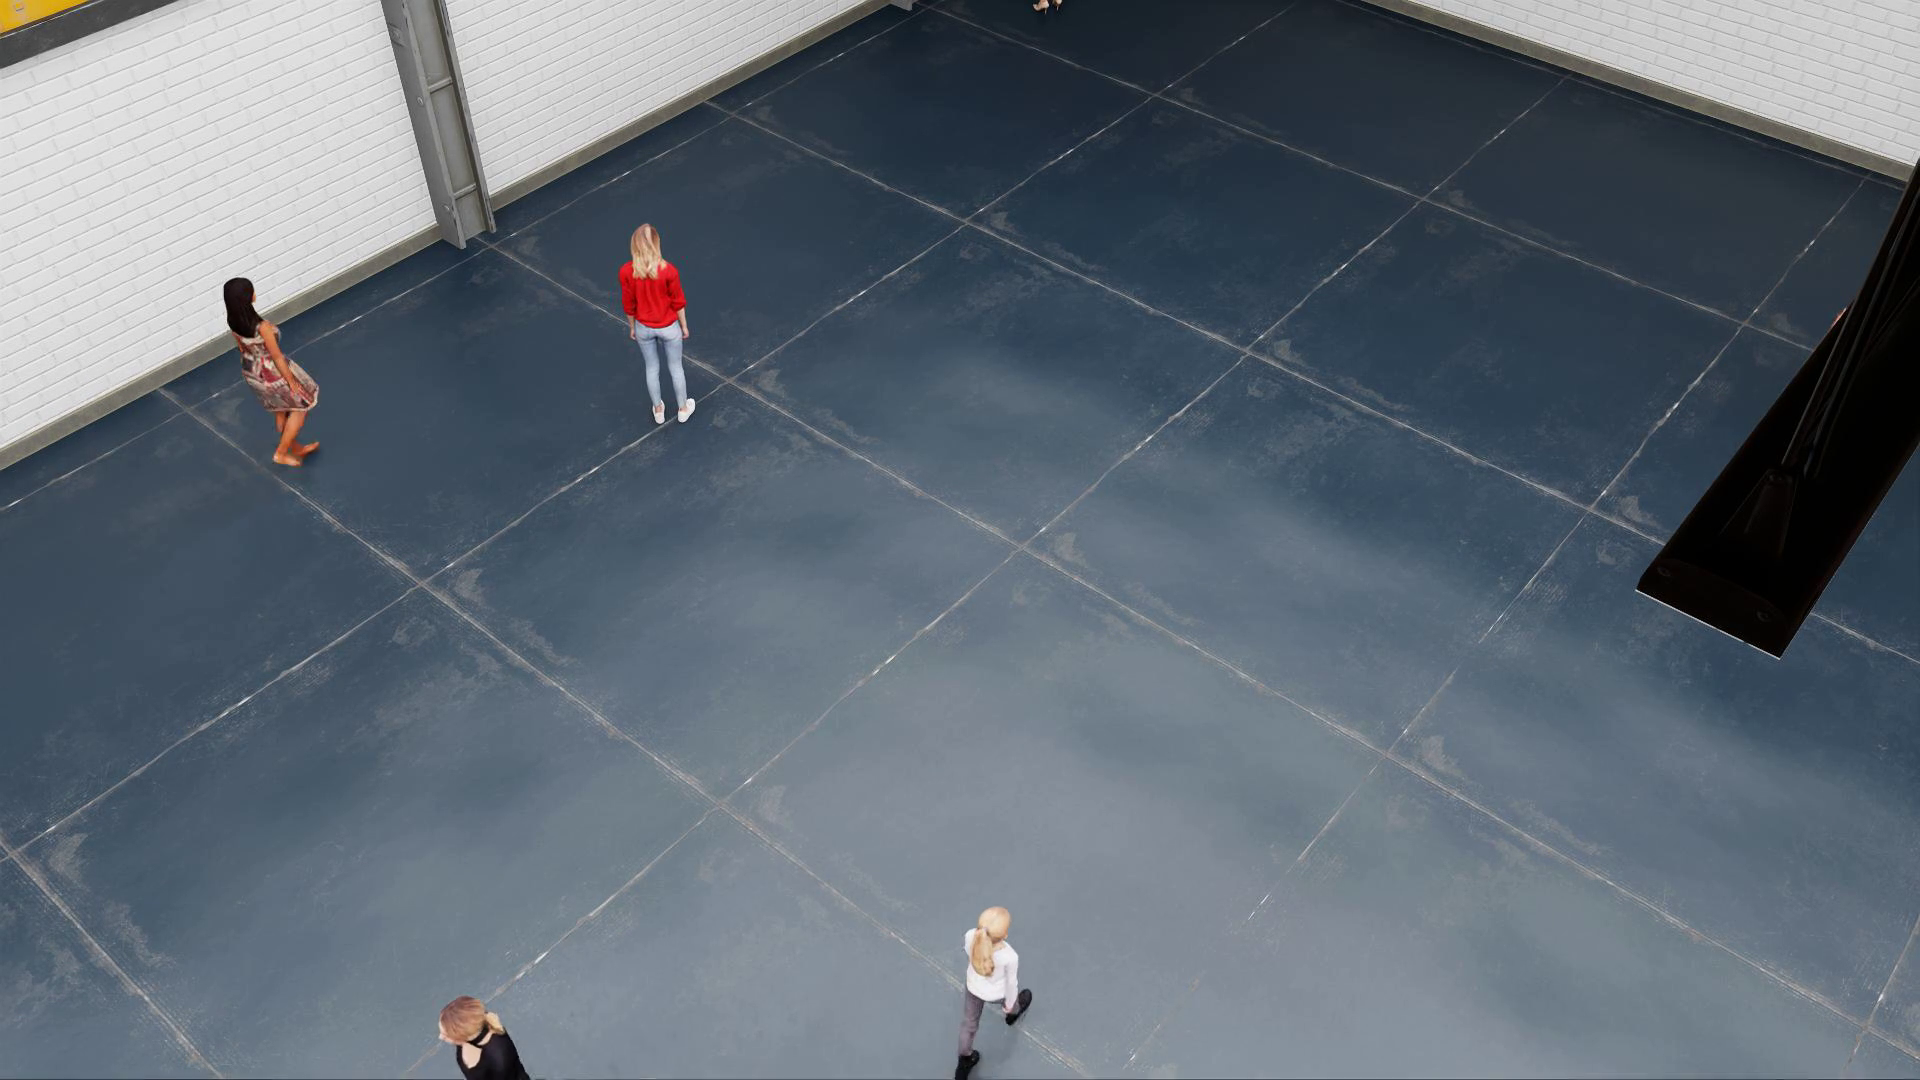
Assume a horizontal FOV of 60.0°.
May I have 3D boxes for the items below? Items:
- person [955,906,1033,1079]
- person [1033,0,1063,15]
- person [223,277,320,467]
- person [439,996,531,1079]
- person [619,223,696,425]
[{"bbox_3d":[0.111,2.360,8.620,0.600,1.246,0.926,22,48,21],"label":"person"},{"bbox_3d":[0.965,-6.395,17.441,0.616,1.756,0.760,-18,46,-18],"label":"person"},{"bbox_3d":[-5.040,-1.151,12.021,0.725,1.639,0.800,21,48,21],"label":"person"},{"bbox_3d":[-2.104,2.650,7.949,0.701,1.750,0.659,-28,50,-26],"label":"person"},{"bbox_3d":[-2.267,-1.598,12.445,0.675,1.701,0.719,-1,44,-1],"label":"person"}]
